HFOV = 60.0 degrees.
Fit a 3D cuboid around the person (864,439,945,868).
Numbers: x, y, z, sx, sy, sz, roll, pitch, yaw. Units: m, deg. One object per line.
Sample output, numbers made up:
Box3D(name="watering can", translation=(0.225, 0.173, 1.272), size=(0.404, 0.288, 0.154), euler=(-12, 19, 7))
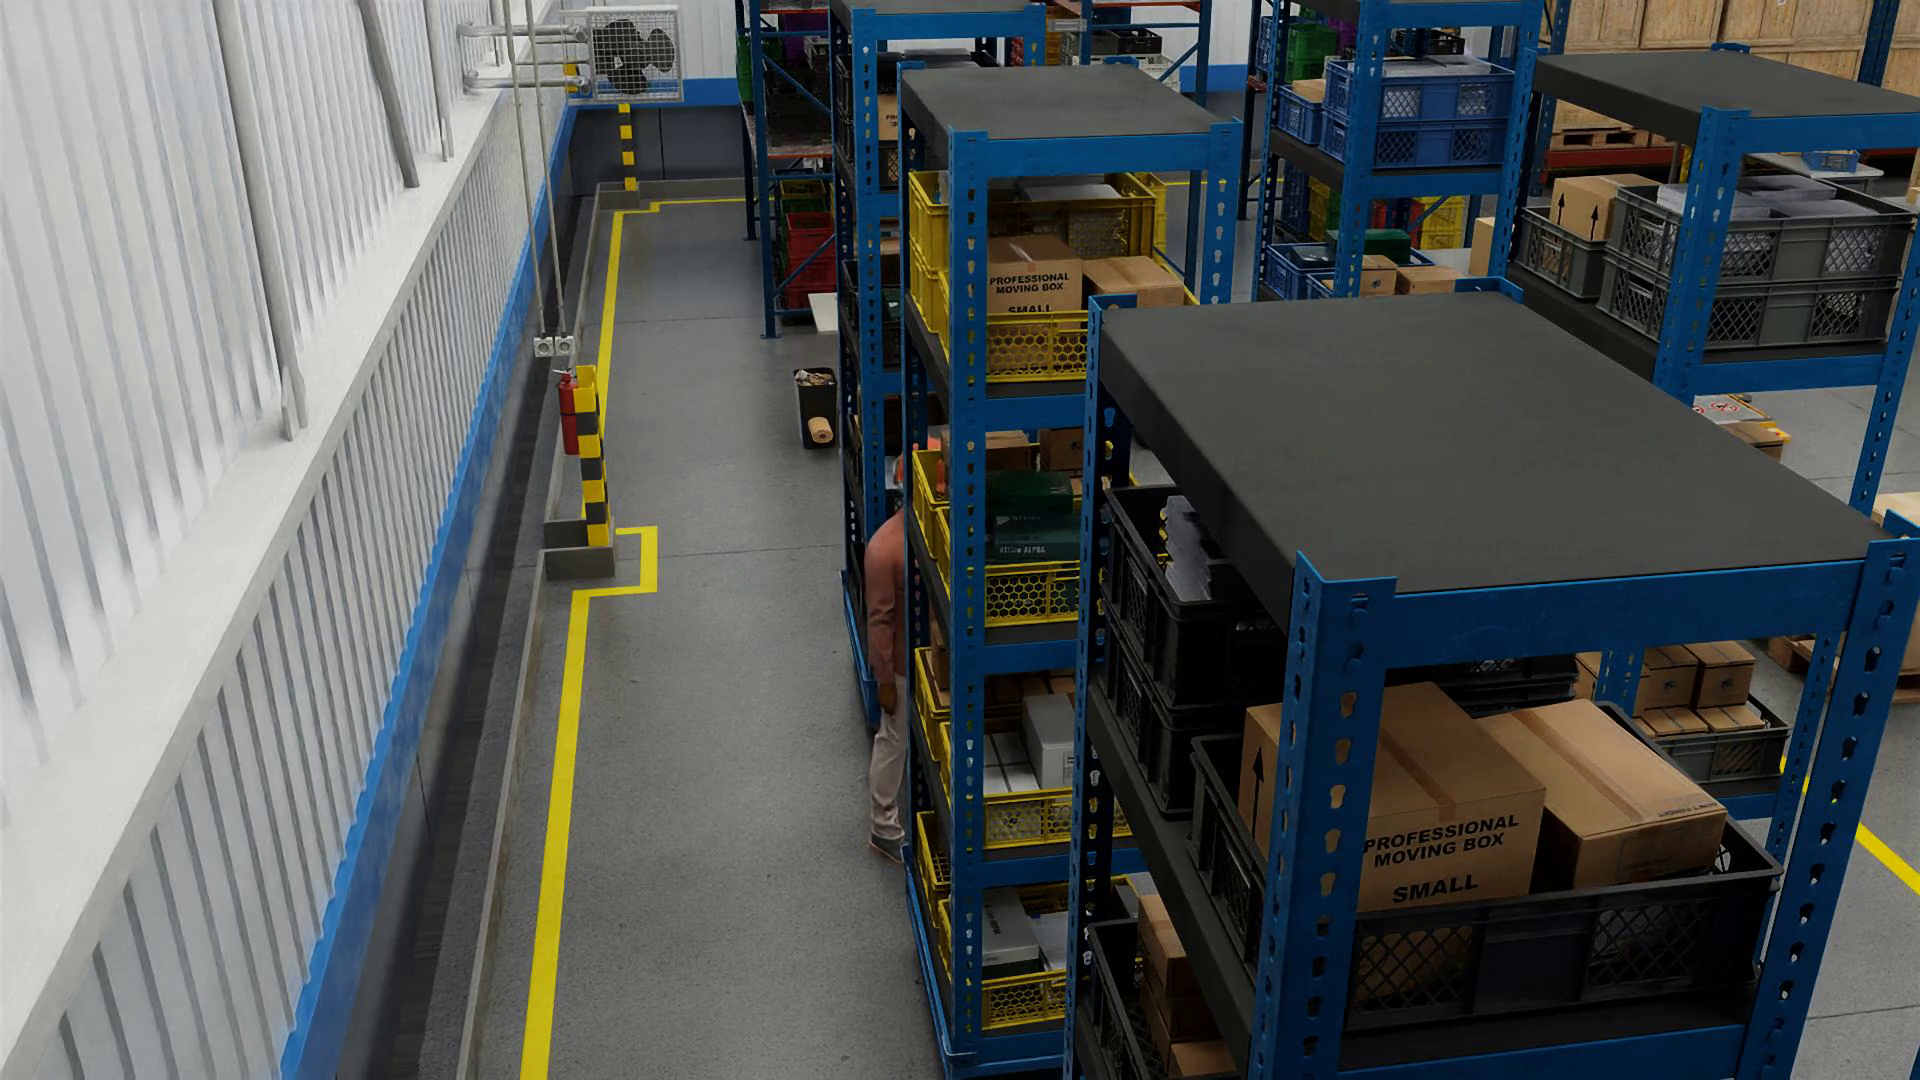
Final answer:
Box3D(name="person", translation=(-0.157, 0.488, 7.178), size=(0.413, 1.985, 0.607), euler=(17, 30, 33))
